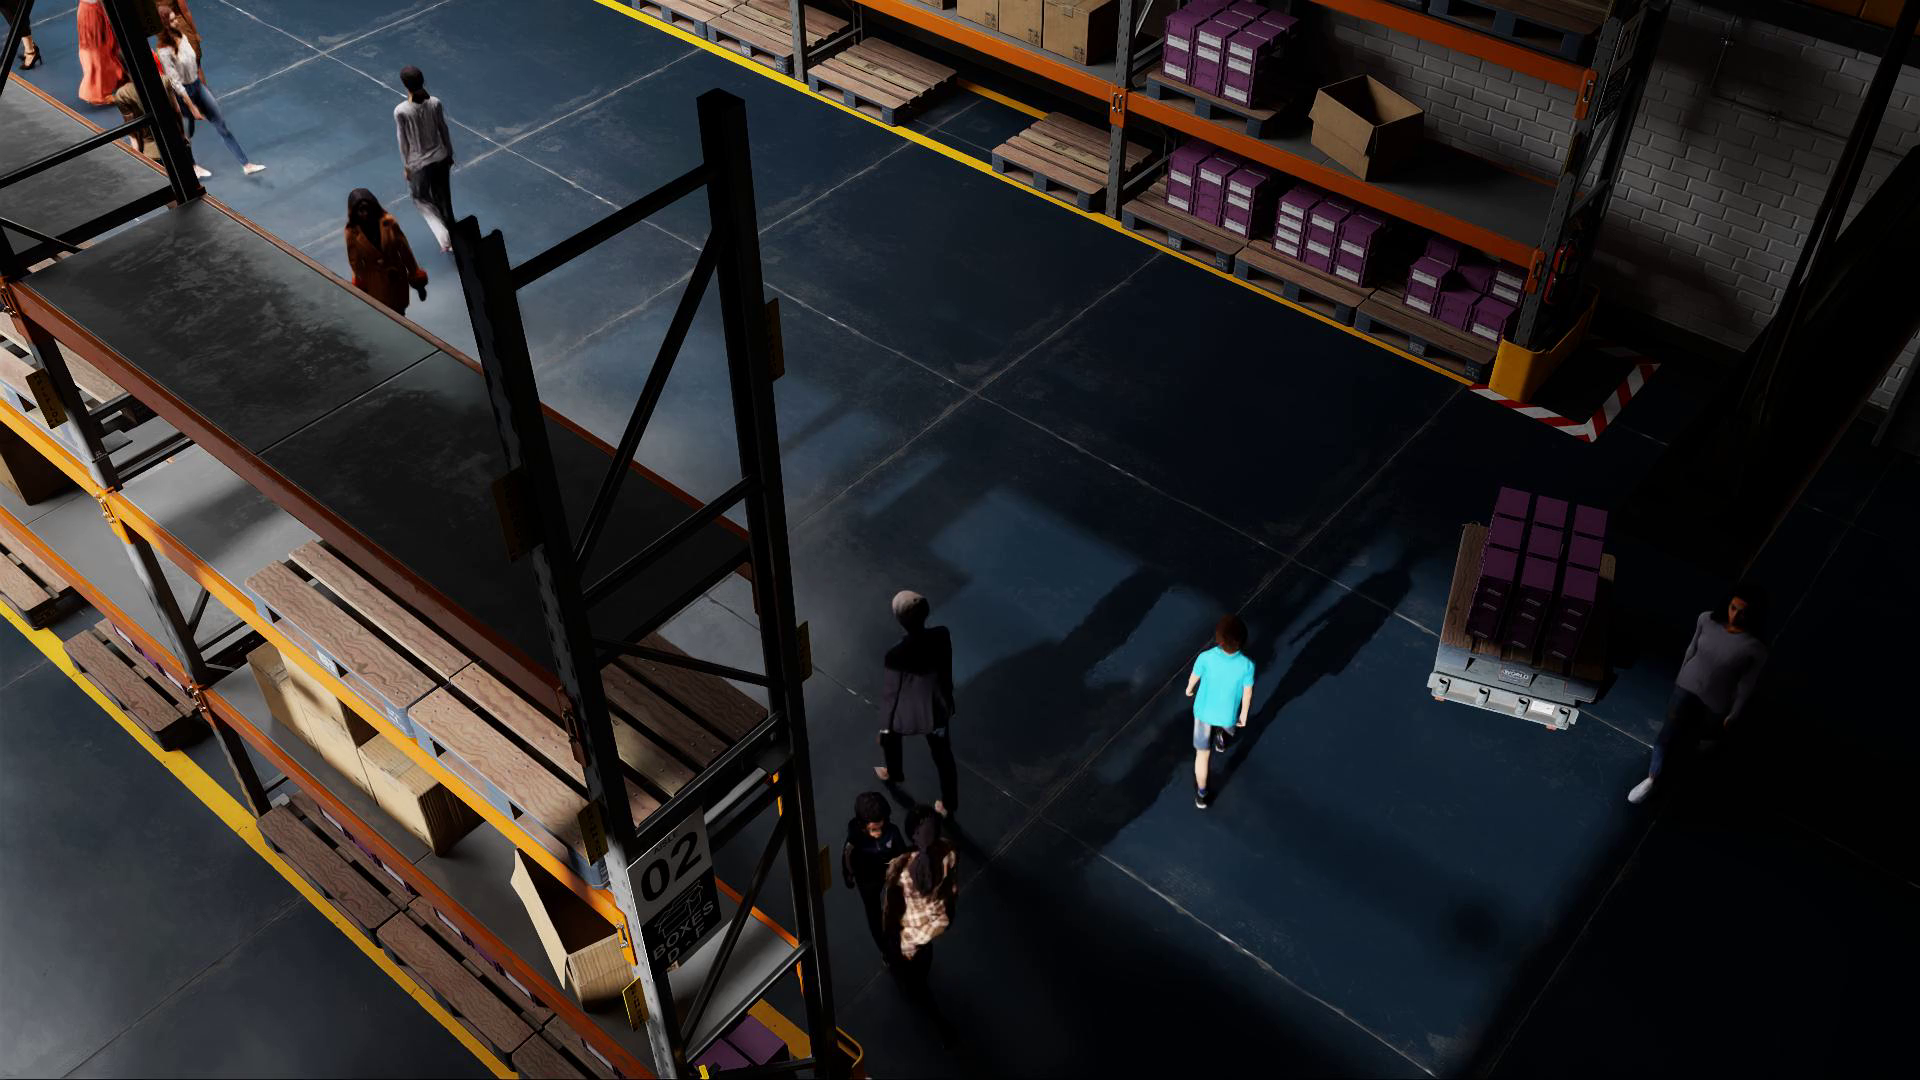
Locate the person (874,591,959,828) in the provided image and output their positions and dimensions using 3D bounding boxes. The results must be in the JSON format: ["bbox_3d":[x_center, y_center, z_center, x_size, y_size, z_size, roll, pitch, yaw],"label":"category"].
[{"bbox_3d":[-0.240,1.089,9.860,1.026,1.756,1.017,-20,47,-20],"label":"person"}]

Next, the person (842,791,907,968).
[{"bbox_3d":[-0.513,1.825,9.473,0.646,1.209,0.790,-23,48,-23],"label":"person"}]

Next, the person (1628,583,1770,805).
[{"bbox_3d":[4.596,0.885,10.095,0.813,1.711,1.076,-30,51,-28],"label":"person"}]

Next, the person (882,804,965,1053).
[{"bbox_3d":[-0.169,2.084,8.792,0.764,1.773,0.971,-23,48,-22],"label":"person"}]

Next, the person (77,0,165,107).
[{"bbox_3d":[-8.573,-5.081,16.327,1.071,1.754,1.255,-19,47,-18],"label":"person"}]

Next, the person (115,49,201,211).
[{"bbox_3d":[-6.974,-3.457,14.552,0.545,1.850,0.648,30,51,28],"label":"person"}]

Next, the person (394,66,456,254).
[{"bbox_3d":[-4.563,-3.225,14.372,0.711,1.762,0.772,-26,49,-25],"label":"person"}]

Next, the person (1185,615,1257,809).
[{"bbox_3d":[1.572,1.069,10.115,0.921,1.417,0.909,4,44,4],"label":"person"}]

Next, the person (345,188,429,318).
[{"bbox_3d":[-4.562,-2.058,13.209,0.978,1.678,1.240,-22,48,-21],"label":"person"}]

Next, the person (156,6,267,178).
[{"bbox_3d":[-7.180,-4.087,15.329,1.133,1.692,0.831,14,45,14],"label":"person"}]

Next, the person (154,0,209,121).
[{"bbox_3d":[-7.633,-4.916,16.205,0.612,1.684,0.705,5,44,5],"label":"person"}]
